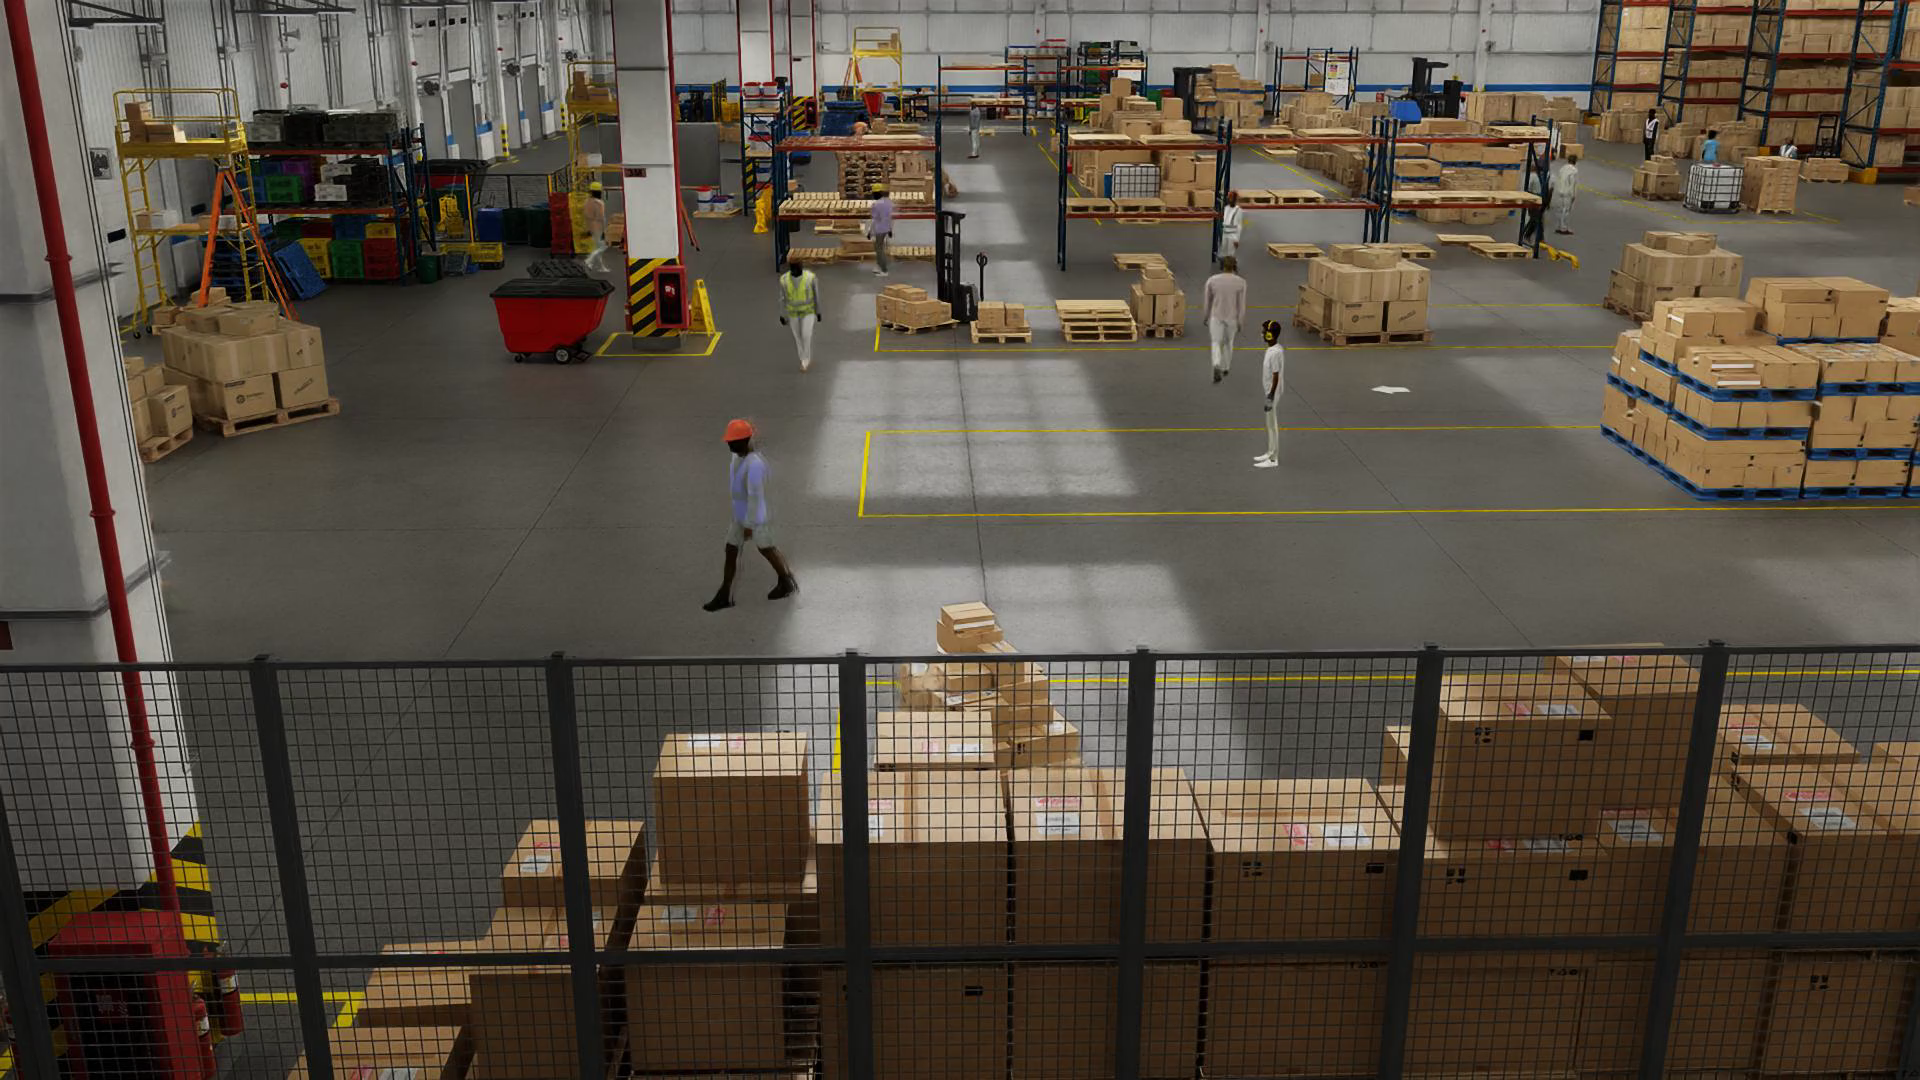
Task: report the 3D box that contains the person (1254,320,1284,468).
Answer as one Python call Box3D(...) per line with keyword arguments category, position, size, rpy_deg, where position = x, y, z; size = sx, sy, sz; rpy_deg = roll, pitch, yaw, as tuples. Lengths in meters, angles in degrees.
Box3D(category="person", position=(3.889, -1.826, 20.855), size=(0.327, 1.865, 0.514), rpy_deg=(4, 19, 12))

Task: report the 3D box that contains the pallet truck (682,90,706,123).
Box3D(category="pallet truck", position=(-9.671, -15.907, 62.421), size=(0.823, 1.965, 1.885), rpy_deg=(5, 19, 15))

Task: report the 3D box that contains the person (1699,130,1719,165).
Box3D(category="person", position=(22.036, -11.252, 49.092), size=(0.562, 1.675, 0.603), rpy_deg=(-5, 19, -15))

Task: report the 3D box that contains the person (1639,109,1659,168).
Box3D(category="person", position=(22.432, -13.028, 54.019), size=(0.391, 1.912, 0.589), rpy_deg=(-3, 19, -8))

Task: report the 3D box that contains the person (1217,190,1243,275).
Box3D(category="person", position=(5.445, -6.093, 33.494), size=(0.424, 1.873, 0.600), rpy_deg=(-8, 20, -23))

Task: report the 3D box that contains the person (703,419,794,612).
Box3D(category="person", position=(-2.047, -0.261, 16.185), size=(0.986, 1.889, 0.565), rpy_deg=(-14, 23, -36))

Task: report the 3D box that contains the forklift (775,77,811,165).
Box3D(category="forklift", position=(-5.920, -13.893, 55.085), size=(1.873, 2.768, 1.129), rpy_deg=(-1, 19, -1))

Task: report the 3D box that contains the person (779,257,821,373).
Box3D(category="person", position=(-2.520, -3.523, 25.987), size=(0.638, 1.799, 0.880), rpy_deg=(3, 19, 9))

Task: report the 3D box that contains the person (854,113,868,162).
Box3D(category="person", position=(-3.241, -13.322, 55.266), size=(0.542, 1.662, 0.805), rpy_deg=(7, 20, 20))

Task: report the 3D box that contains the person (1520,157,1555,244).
Box3D(category="person", position=(13.382, -7.871, 38.513), size=(0.685, 2.000, 1.008), rpy_deg=(-9, 20, -24))

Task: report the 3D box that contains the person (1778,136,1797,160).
Box3D(category="person", position=(23.578, -10.688, 47.488), size=(0.311, 1.642, 0.513), rpy_deg=(-14, 23, -35))

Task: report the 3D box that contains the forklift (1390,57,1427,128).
Box3D(category="forklift", position=(18.896, -18.497, 68.744), size=(1.873, 2.768, 1.129), rpy_deg=(-1, 19, -1))

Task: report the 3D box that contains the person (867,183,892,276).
Box3D(category="person", position=(-1.719, -6.430, 34.434), size=(0.652, 1.904, 0.606), rpy_deg=(11, 22, 30))

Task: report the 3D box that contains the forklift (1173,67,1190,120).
Box3D(category="forklift", position=(8.060, -15.894, 61.021), size=(1.873, 2.768, 1.129), rpy_deg=(-4, 19, -11))

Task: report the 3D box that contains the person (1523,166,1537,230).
Box3D(category="person", position=(14.133, -8.384, 40.686), size=(0.605, 1.618, 0.525), rpy_deg=(3, 19, 10))

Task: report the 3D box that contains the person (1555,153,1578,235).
Box3D(category="person", position=(14.627, -8.332, 40.042), size=(0.355, 1.936, 0.635), rpy_deg=(-3, 19, -10))

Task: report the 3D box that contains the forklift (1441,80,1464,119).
Box3D(category="forklift", position=(15.644, -13.239, 53.146), size=(1.873, 2.768, 1.129), rpy_deg=(-1, 19, -1))

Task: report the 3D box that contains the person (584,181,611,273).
Box3D(category="person", position=(-7.603, -6.489, 34.627), size=(0.589, 1.911, 0.642), rpy_deg=(15, 24, 38))

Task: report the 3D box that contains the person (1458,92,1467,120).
Box3D(category="person", position=(18.488, -15.529, 61.385), size=(0.547, 1.942, 0.351), rpy_deg=(-10, 21, -28))

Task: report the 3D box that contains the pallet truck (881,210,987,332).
Box3D(category="pallet truck", position=(-0.493, -4.759, 29.349), size=(1.885, 1.965, 0.823), rpy_deg=(-13, 23, -34))

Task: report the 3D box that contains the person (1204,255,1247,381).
Box3D(category="person", position=(4.040, -3.382, 25.402), size=(0.629, 1.917, 0.883), rpy_deg=(3, 19, 8))

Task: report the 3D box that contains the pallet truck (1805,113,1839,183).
Box3D(category="pallet truck", position=(26.403, -11.957, 50.702), size=(0.823, 1.965, 1.885), rpy_deg=(6, 19, 16))

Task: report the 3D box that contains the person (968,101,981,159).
Box3D(category="person", position=(0.489, -14.096, 57.162), size=(0.373, 1.933, 0.623), rpy_deg=(9, 20, 24))
